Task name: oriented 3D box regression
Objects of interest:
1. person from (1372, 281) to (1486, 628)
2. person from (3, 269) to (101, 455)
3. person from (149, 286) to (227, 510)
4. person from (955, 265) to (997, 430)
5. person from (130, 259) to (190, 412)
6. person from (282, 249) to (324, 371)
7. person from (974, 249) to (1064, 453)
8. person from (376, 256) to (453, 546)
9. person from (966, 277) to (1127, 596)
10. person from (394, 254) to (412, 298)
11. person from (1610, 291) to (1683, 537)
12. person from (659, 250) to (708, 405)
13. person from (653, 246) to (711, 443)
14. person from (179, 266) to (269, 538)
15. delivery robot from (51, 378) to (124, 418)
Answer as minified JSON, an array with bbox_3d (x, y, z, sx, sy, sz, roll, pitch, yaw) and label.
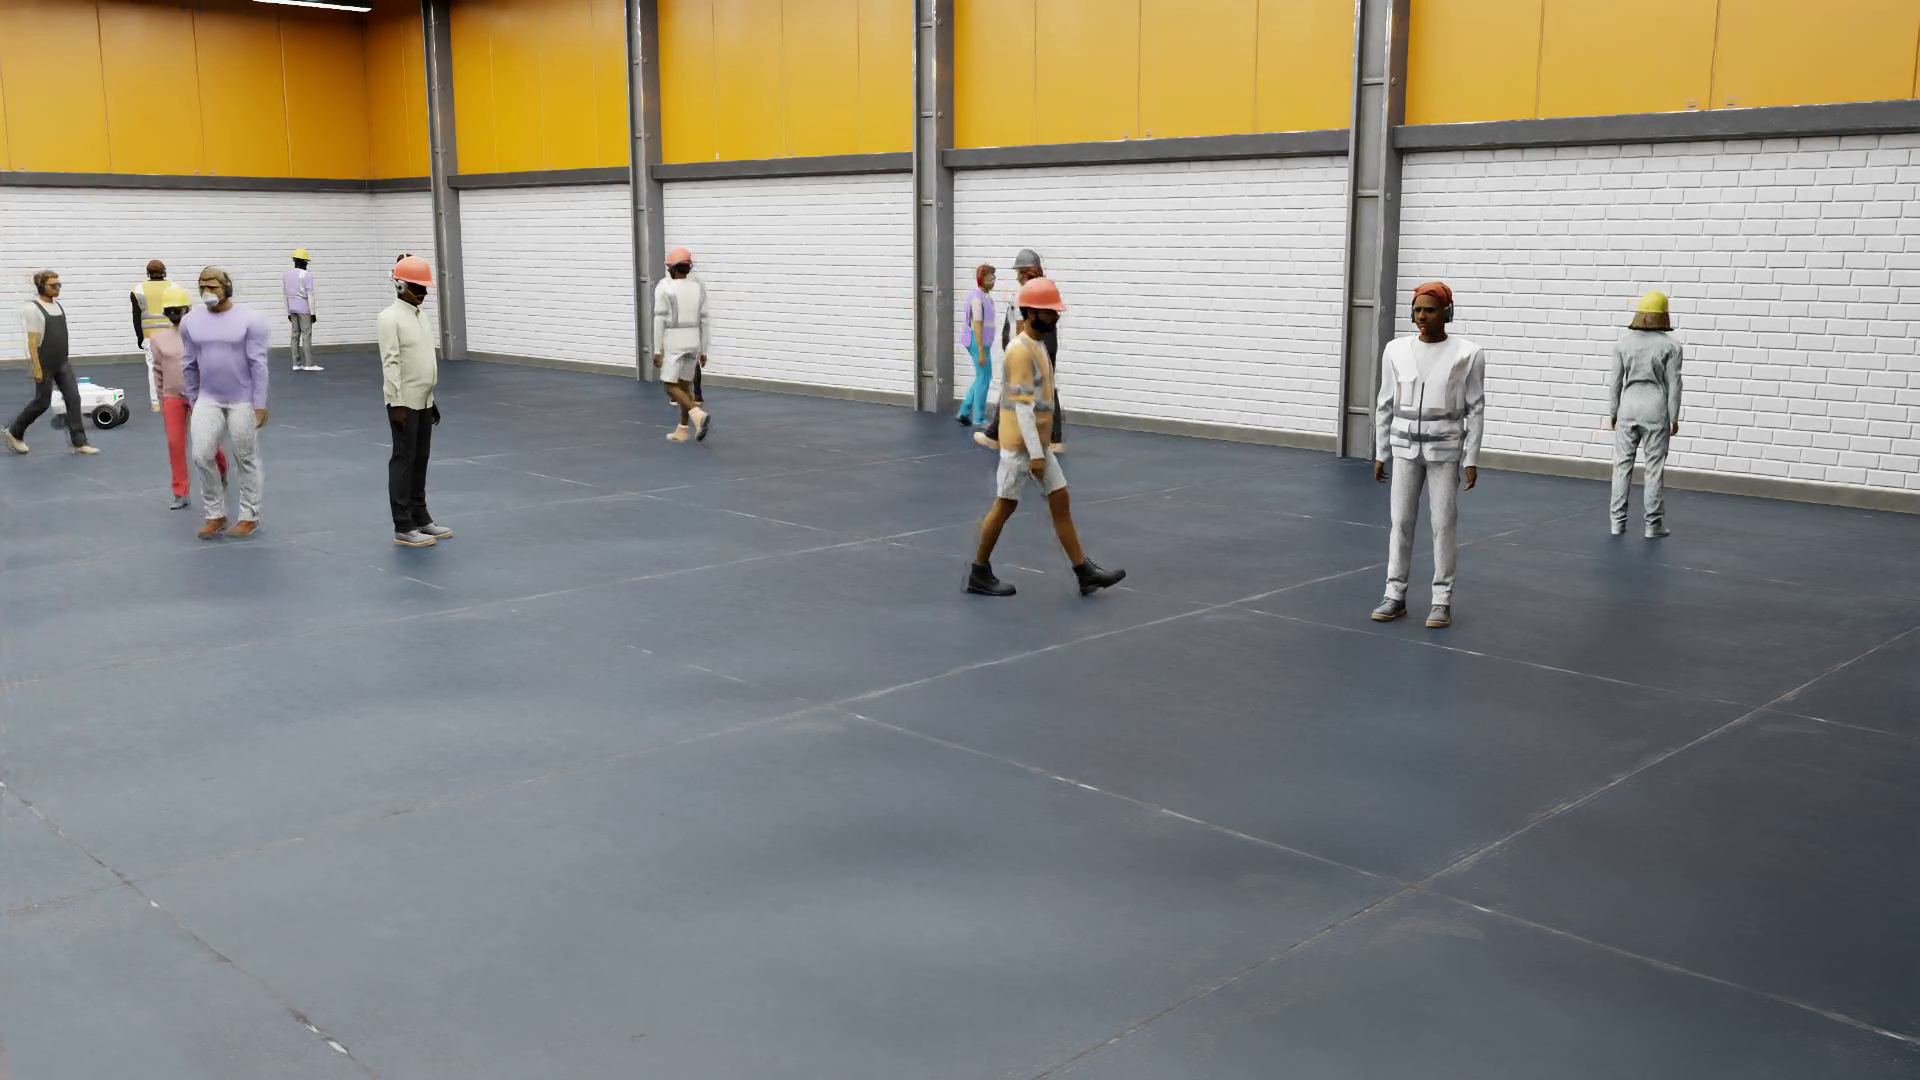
[{"bbox_3d":[2.551,-0.462,9.091,0.579,1.882,0.342,7,12,33],"label":"person"},{"bbox_3d":[-8.876,-1.708,16.103,0.855,1.820,0.522,2,11,9],"label":"person"},{"bbox_3d":[-6.128,-1.152,13.236,0.525,1.743,0.760,-1,10,-8],"label":"person"},{"bbox_3d":[0.168,-2.109,18.292,0.504,1.812,0.682,2,11,9],"label":"person"},{"bbox_3d":[-9.680,-2.476,20.191,0.627,1.844,0.429,-4,11,-22],"label":"person"},{"bbox_3d":[-10.373,-3.617,26.200,0.589,1.919,0.392,5,11,24],"label":"person"},{"bbox_3d":[0.608,-1.885,16.425,1.000,2.000,0.696,7,13,35],"label":"person"},{"bbox_3d":[-3.779,-0.958,11.520,0.393,1.985,0.611,1,10,6],"label":"person"},{"bbox_3d":[0.476,-0.578,9.728,0.983,1.882,0.573,3,11,18],"label":"person"},{"bbox_3d":[-7.886,-3.149,23.781,0.317,1.870,0.531,-8,13,-36],"label":"person"},{"bbox_3d":[4.874,-0.893,11.828,0.492,1.742,0.319,9,13,39],"label":"person"},{"bbox_3d":[-3.481,-2.677,20.942,0.618,1.963,0.361,-2,11,-10],"label":"person"},{"bbox_3d":[-2.794,-1.962,16.893,0.732,2.028,0.625,10,15,44],"label":"person"},{"bbox_3d":[-5.150,-0.945,11.643,0.630,1.921,0.594,0,10,-2],"label":"person"},{"bbox_3d":[-9.682,-1.557,18.432,0.707,0.478,0.477,-2,11,-13],"label":"delivery robot"}]
